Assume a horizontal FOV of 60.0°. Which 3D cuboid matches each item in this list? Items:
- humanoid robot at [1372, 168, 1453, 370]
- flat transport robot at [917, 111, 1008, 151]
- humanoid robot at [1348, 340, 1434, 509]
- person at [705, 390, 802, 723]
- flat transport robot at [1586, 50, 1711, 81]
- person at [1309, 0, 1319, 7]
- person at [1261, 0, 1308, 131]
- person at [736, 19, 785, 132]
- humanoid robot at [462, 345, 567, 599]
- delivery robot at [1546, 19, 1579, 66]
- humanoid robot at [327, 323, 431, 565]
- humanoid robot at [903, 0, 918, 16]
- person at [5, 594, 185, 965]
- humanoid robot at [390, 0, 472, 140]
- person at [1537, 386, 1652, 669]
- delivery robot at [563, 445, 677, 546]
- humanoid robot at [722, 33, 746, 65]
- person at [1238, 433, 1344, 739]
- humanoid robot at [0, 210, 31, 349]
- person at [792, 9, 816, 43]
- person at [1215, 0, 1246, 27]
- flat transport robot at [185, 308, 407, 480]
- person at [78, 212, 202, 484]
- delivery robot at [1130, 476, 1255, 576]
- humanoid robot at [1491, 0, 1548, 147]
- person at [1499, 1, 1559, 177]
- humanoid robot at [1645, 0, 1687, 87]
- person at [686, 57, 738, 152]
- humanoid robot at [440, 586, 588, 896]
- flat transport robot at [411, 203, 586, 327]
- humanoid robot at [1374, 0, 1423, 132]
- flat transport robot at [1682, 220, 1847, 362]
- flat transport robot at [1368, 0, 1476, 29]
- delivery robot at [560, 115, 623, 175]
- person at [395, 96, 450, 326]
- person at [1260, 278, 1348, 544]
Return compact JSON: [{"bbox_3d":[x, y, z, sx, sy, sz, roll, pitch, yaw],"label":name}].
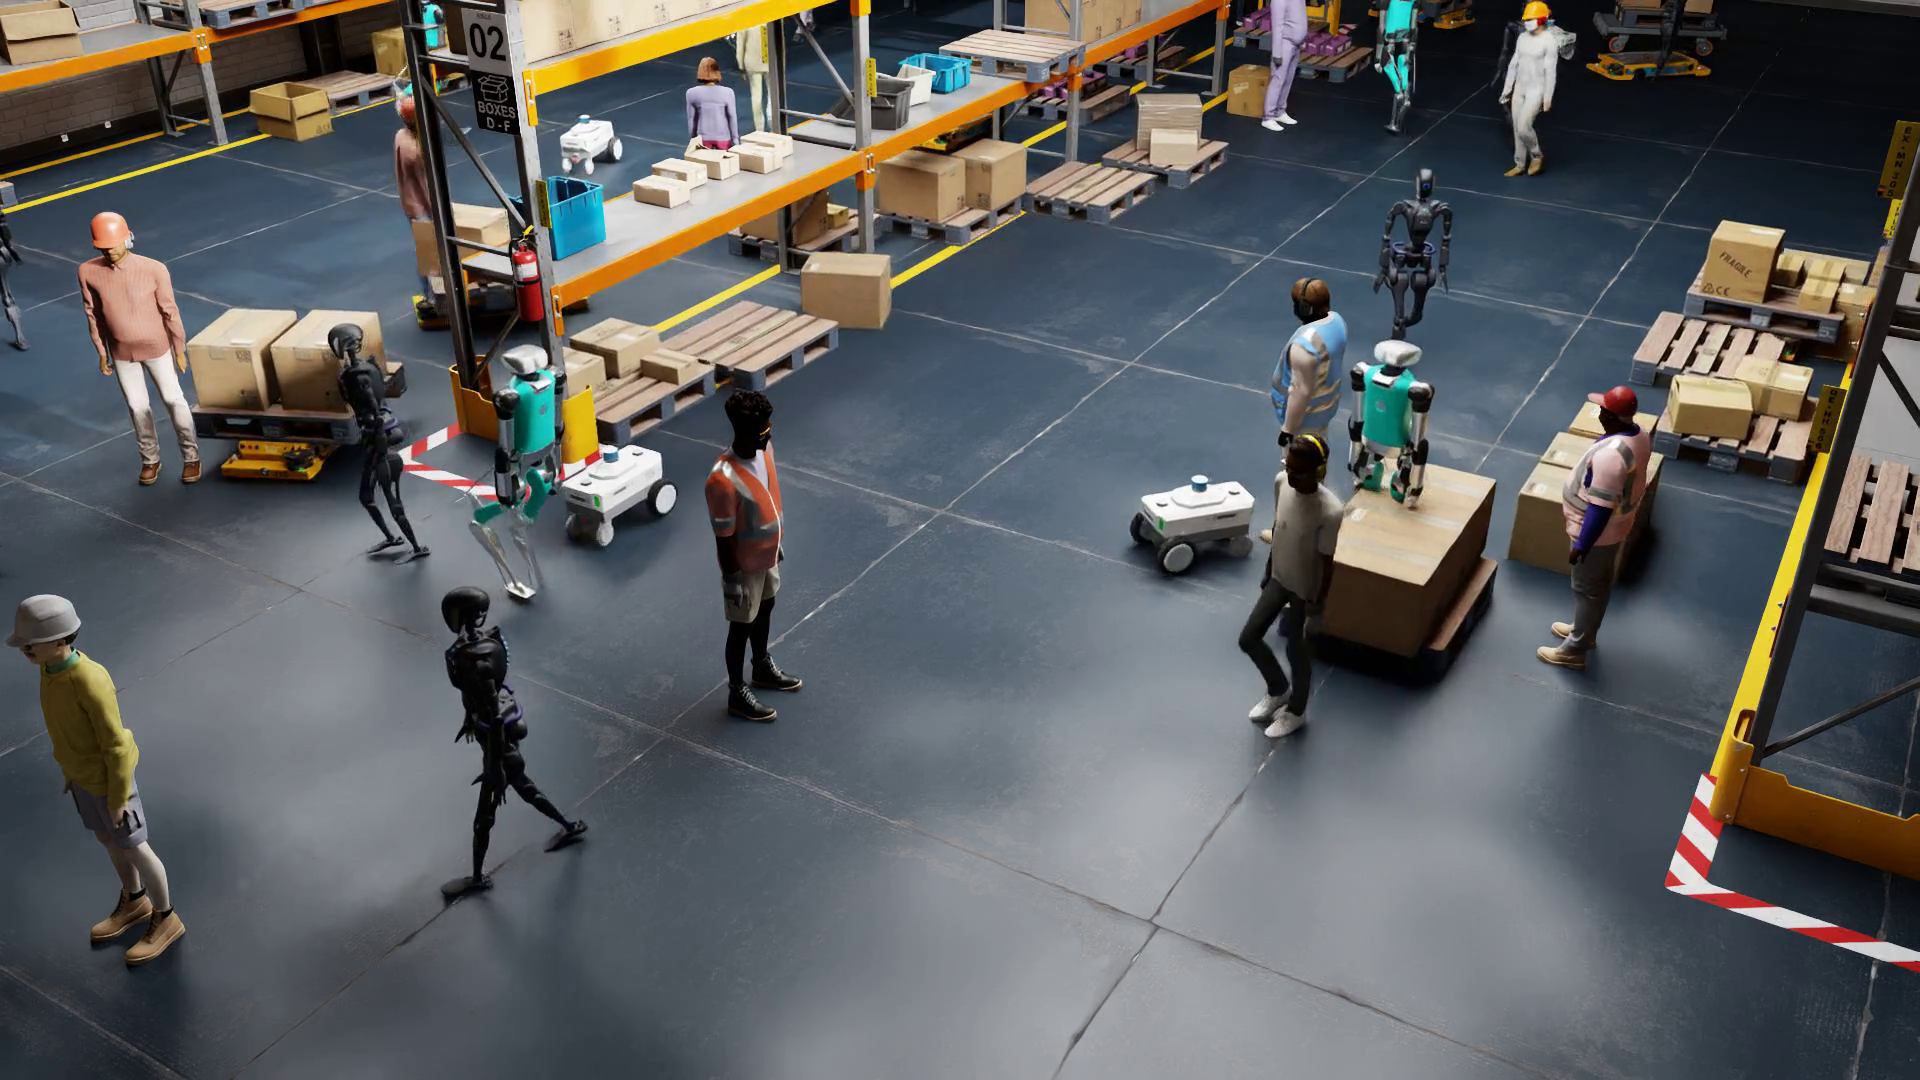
[{"bbox_3d":[3.654,-2.242,13.512,0.603,1.638,0.691,-1,29,-1],"label":"humanoid robot"},{"bbox_3d":[-0.074,-4.878,19.571,0.659,0.231,1.431,17,33,27],"label":"flat transport robot"},{"bbox_3d":[2.709,-0.408,10.257,0.756,1.863,0.530,-26,38,-38],"label":"humanoid robot"},{"bbox_3d":[-1.136,0.078,9.090,0.368,1.957,0.604,10,31,17],"label":"person"},{"bbox_3d":[9.146,-6.302,22.089,1.431,0.231,0.659,-6,30,-11],"label":"flat transport robot"},{"bbox_3d":[5.666,-9.162,25.550,0.625,1.846,0.429,-9,31,-15],"label":"person"},{"bbox_3d":[3.852,-5.781,19.523,0.408,1.896,0.641,17,34,28],"label":"person"},{"bbox_3d":[-2.293,-5.508,19.185,0.567,1.730,0.508,-3,30,-6],"label":"person"},{"bbox_3d":[-2.749,-0.345,10.183,0.782,1.876,0.535,16,33,26],"label":"humanoid robot"},{"bbox_3d":[8.008,-6.755,22.614,0.499,0.608,0.790,-21,36,-33],"label":"delivery robot"},{"bbox_3d":[-3.700,-0.607,10.592,0.354,1.648,0.615,-16,33,-26],"label":"humanoid robot"},{"bbox_3d":[-0.727,-8.777,25.047,0.586,1.646,0.468,1,29,2],"label":"humanoid robot"},{"bbox_3d":[-3.850,1.053,7.434,0.472,1.892,0.385,19,35,30],"label":"person"},{"bbox_3d":[-6.076,-5.282,18.771,0.530,1.742,0.933,22,36,33],"label":"humanoid robot"},{"bbox_3d":[3.648,-0.075,9.566,0.419,1.755,0.612,20,35,31],"label":"person"},{"bbox_3d":[-2.338,-0.353,11.261,0.499,0.580,0.766,16,33,27],"label":"delivery robot"},{"bbox_3d":[-2.927,-7.090,21.857,0.735,1.677,0.533,-25,38,-37],"label":"humanoid robot"},{"bbox_3d":[1.772,0.264,8.870,0.451,1.850,0.546,-17,34,-28],"label":"person"},{"bbox_3d":[-8.121,-2.385,13.740,0.616,1.637,0.613,20,35,31],"label":"humanoid robot"},{"bbox_3d":[-2.260,-8.136,23.674,0.502,1.903,1.012,8,31,14],"label":"person"},{"bbox_3d":[4.020,-8.457,24.312,0.509,1.836,0.357,-1,29,-2],"label":"person"},{"bbox_3d":[-4.888,-0.854,12.453,0.659,0.231,1.431,3,30,5],"label":"flat transport robot"},{"bbox_3d":[-5.688,-1.323,11.542,0.610,1.986,0.402,-3,30,-6],"label":"person"},{"bbox_3d":[1.540,-0.136,10.886,0.790,0.589,0.499,-9,31,-16],"label":"delivery robot"},{"bbox_3d":[6.450,-5.361,19.018,0.613,1.635,0.655,-5,30,-9],"label":"humanoid robot"},{"bbox_3d":[6.084,-4.795,17.805,0.438,1.870,0.571,-15,33,-25],"label":"person"},{"bbox_3d":[9.112,-6.681,21.330,0.470,1.635,0.607,15,33,25],"label":"humanoid robot"},{"bbox_3d":[-2.458,-3.988,16.616,0.498,1.629,0.288,2,30,4],"label":"person"},{"bbox_3d":[-2.212,0.926,7.917,0.768,1.630,0.603,-14,32,-23],"label":"humanoid robot"},{"bbox_3d":[-4.099,-2.163,14.767,1.431,0.231,0.659,-11,31,-18],"label":"flat transport robot"},{"bbox_3d":[5.129,-5.501,19.229,0.542,1.822,0.758,-8,31,-14],"label":"humanoid robot"},{"bbox_3d":[6.934,-1.903,14.309,0.659,0.231,1.431,17,34,27],"label":"flat transport robot"},{"bbox_3d":[6.910,-7.882,24.884,0.659,0.231,1.431,-26,39,-38],"label":"flat transport robot"},{"bbox_3d":[-4.125,-4.408,18.439,0.499,0.585,0.784,8,30,13],"label":"delivery robot"},{"bbox_3d":[-4.580,-2.819,14.214,0.407,1.964,0.656,-19,35,-31],"label":"person"},{"bbox_3d":[2.225,-0.820,10.804,0.431,1.836,0.623,17,34,28],"label":"person"}]
